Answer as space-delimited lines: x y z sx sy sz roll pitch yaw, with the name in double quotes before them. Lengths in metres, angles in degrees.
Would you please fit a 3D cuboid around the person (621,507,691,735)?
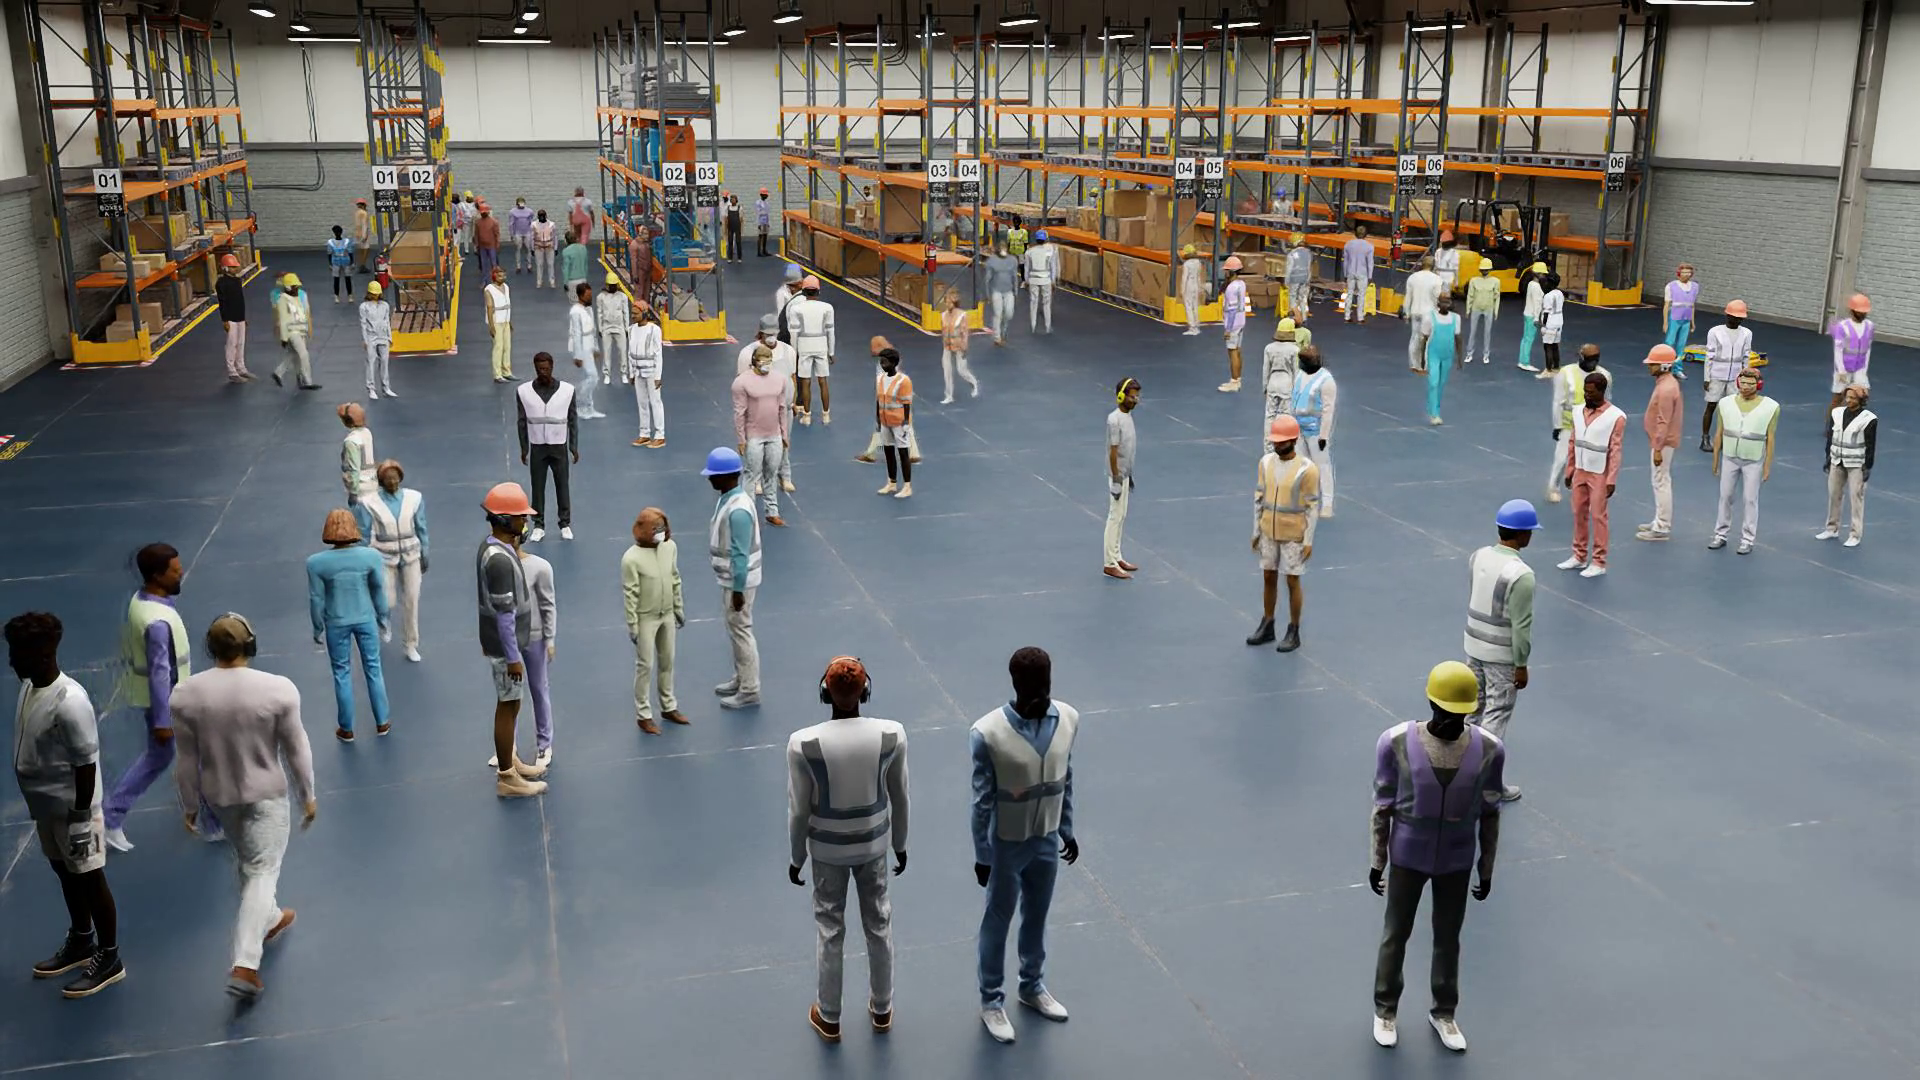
"person" -2.137 0.556 11.647 0.295 1.623 0.507 11 18 35

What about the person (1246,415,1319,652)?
"person" 2.579 -0.057 13.354 0.551 1.932 0.378 14 20 41

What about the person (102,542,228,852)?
"person" -4.702 0.927 9.762 0.893 1.885 0.591 -10 18 -33

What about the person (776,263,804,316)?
"person" -2.489 -3.244 25.347 0.647 1.928 0.484 -11 18 -35

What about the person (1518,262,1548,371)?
"person" 9.400 -3.658 27.232 0.327 1.765 0.529 2 15 8

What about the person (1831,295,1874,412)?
"person" 11.562 -2.202 21.495 0.567 1.901 0.795 -1 15 -4

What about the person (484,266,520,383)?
"person" -7.214 -3.371 26.026 0.394 1.832 0.576 4 15 15

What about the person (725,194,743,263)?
"person" -6.100 -8.403 44.933 0.508 1.847 0.345 0 15 -1

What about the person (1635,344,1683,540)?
"person" 7.037 -0.986 16.780 0.433 1.981 0.631 6 16 22

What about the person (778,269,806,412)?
"person" -2.351 -2.845 23.641 0.536 2.000 0.674 0 15 0

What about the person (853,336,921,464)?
"person" -0.863 -1.688 20.186 0.830 1.565 0.521 4 15 14

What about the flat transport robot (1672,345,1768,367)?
"flat transport robot" 12.773 -3.115 28.050 0.652 0.197 1.431 -12 19 -38

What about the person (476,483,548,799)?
"person" -2.844 0.635 10.568 0.404 2.035 0.606 -5 16 -17

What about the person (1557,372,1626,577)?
"person" 5.907 -0.622 15.542 0.407 1.907 0.597 -7 17 -26

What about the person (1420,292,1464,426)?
"person" 6.573 -2.446 22.588 0.513 1.813 0.869 -1 15 -5

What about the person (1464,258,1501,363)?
"person" 8.779 -3.849 27.950 0.533 1.765 0.325 5 16 20

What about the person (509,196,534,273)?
"person" -11.162 -7.788 42.441 0.638 1.937 0.356 -6 16 -23

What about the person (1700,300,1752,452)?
"person" 9.626 -2.051 20.877 0.543 1.929 0.387 1 15 3

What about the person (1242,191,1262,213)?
"person" 8.133 -8.751 46.250 0.677 1.836 1.042 -6 16 -22

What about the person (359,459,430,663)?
"person" -4.475 0.144 13.178 0.530 1.622 0.503 -9 18 -32

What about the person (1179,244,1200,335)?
"person" 4.367 -4.712 31.319 0.321 1.705 0.643 13 20 40

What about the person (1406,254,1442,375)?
"person" 7.473 -3.626 26.791 0.375 1.936 0.637 -12 19 -38

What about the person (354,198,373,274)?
"person" -15.227 -7.755 42.410 0.627 1.888 0.501 14 20 42

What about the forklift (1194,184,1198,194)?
"forklift" 7.392 -11.333 53.972 1.873 2.768 1.129 -4 15 -15

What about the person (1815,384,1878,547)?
"person" 8.849 -0.751 16.556 0.316 1.631 0.524 -6 16 -22

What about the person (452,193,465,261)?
"person" -13.803 -8.560 45.563 0.430 1.837 0.621 -1 15 -4

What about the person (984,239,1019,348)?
"person" 0.731 -4.406 29.725 0.668 1.931 0.472 -5 16 -19

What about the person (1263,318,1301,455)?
"person" 3.978 -1.867 20.532 0.493 1.742 0.322 10 18 34

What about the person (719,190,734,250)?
"person" -6.837 -9.375 48.764 0.566 1.751 0.329 8 17 28

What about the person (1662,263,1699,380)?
"person" 11.368 -3.455 26.316 0.575 1.842 0.375 -4 15 -15

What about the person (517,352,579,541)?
"person" -4.134 -0.949 16.743 0.590 1.919 0.397 -3 15 -10

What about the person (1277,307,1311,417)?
"person" 4.479 -2.329 22.480 0.498 1.634 0.279 9 17 31

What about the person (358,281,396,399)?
"person" -8.647 -2.972 24.706 0.311 1.735 0.484 12 19 39

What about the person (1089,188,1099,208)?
"person" 4.040 -9.770 50.280 0.308 1.740 0.483 0 15 0

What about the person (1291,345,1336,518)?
"person" 3.777 -1.160 17.744 0.492 1.825 0.661 -6 16 -22

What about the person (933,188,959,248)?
"person" -0.340 -9.553 49.017 1.090 1.965 0.642 -11 18 -35

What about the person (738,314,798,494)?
"person" -2.116 -1.530 18.695 0.688 2.000 0.536 -7 16 -25

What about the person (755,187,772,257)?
"person" -5.513 -8.935 46.786 0.388 1.930 0.549 8 17 27

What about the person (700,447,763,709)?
"person" -1.655 0.268 12.137 0.420 1.937 0.607 -4 15 -14

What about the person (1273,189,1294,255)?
"person" 9.106 -8.950 46.925 0.633 1.891 0.866 -1 15 -4

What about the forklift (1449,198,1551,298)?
"forklift" 11.913 -6.508 37.130 2.313 2.155 1.214 -4 15 -15
